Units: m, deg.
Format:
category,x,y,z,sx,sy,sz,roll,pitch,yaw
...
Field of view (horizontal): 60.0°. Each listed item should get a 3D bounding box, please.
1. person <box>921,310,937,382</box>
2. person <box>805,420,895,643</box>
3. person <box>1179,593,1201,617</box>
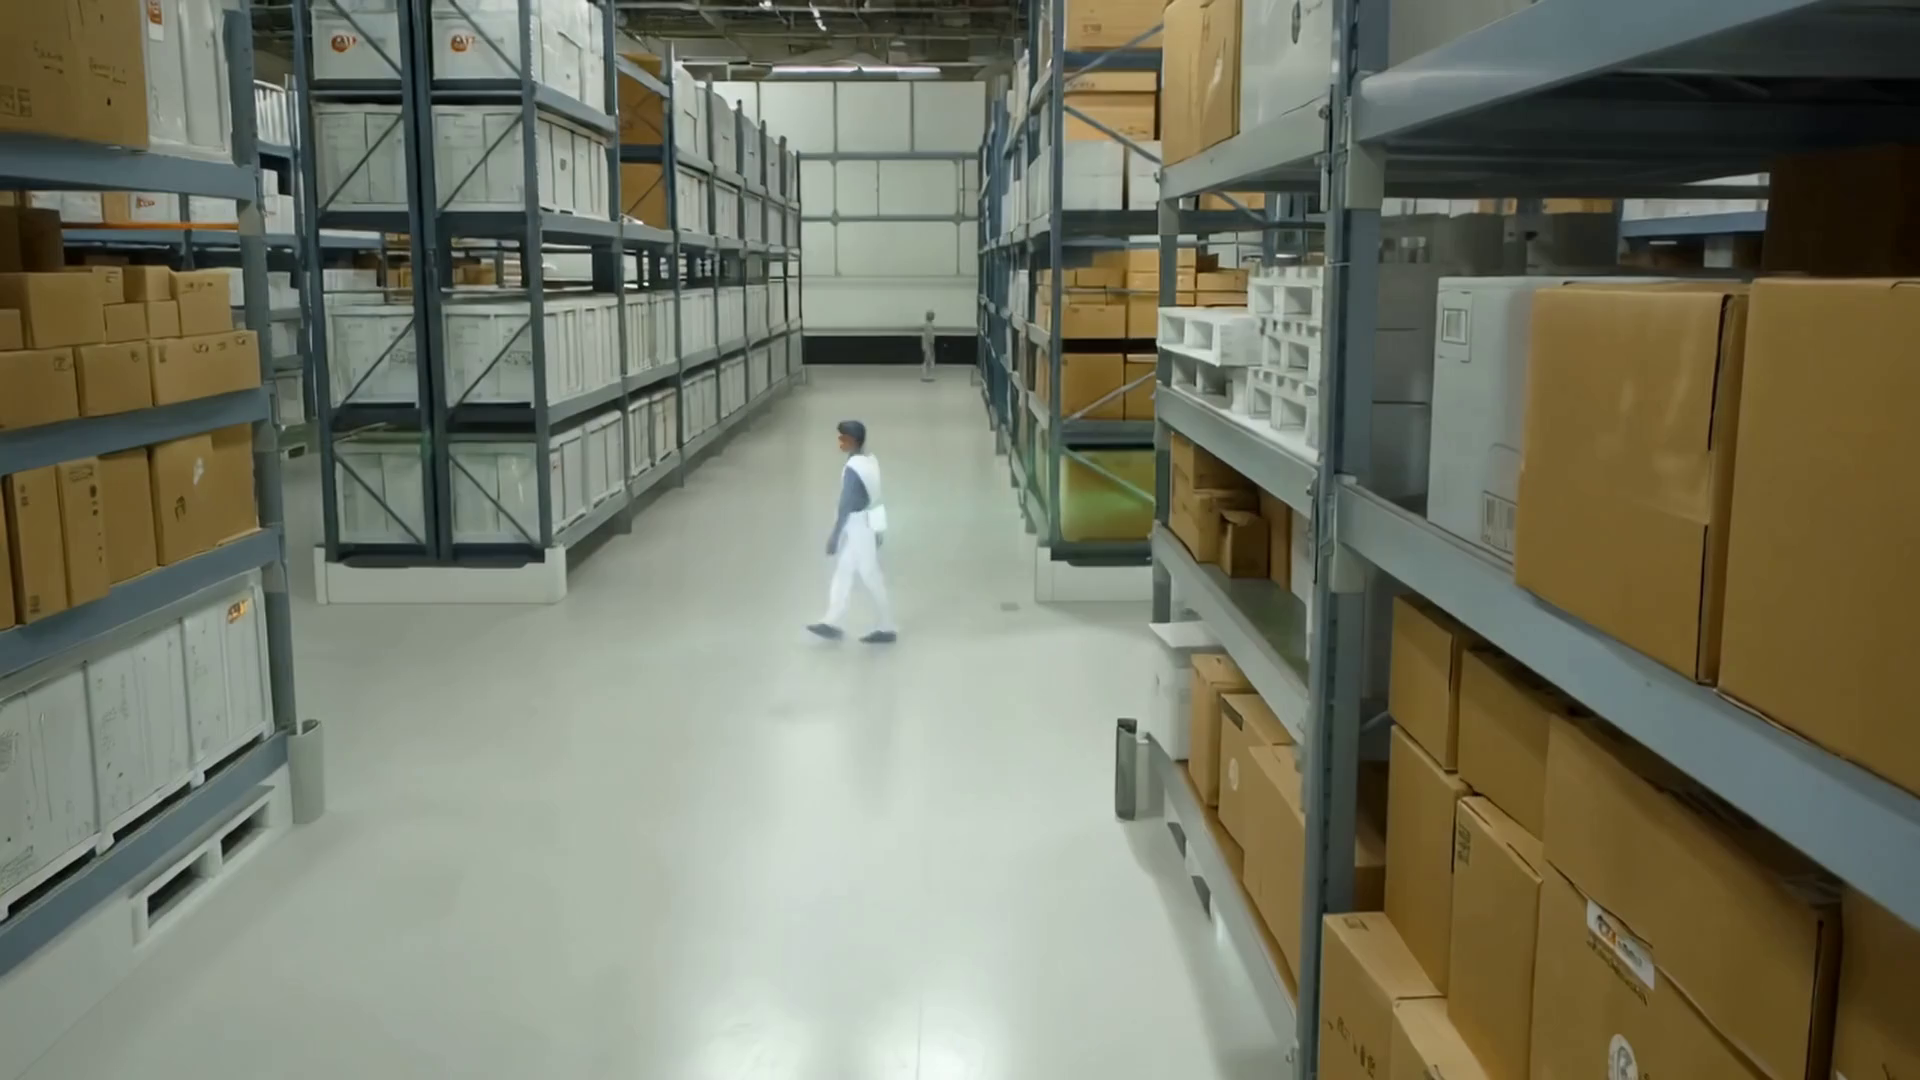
category,x,y,z,sx,sy,sz,roll,pitch,yaw
person,-0.801,-5.161,44.416,0.472,1.923,0.659,0,9,0
person,-0.925,-0.060,13.478,0.873,1.807,0.584,1,9,6
person,2.338,-0.143,14.364,0.915,1.693,0.495,-1,9,-4
